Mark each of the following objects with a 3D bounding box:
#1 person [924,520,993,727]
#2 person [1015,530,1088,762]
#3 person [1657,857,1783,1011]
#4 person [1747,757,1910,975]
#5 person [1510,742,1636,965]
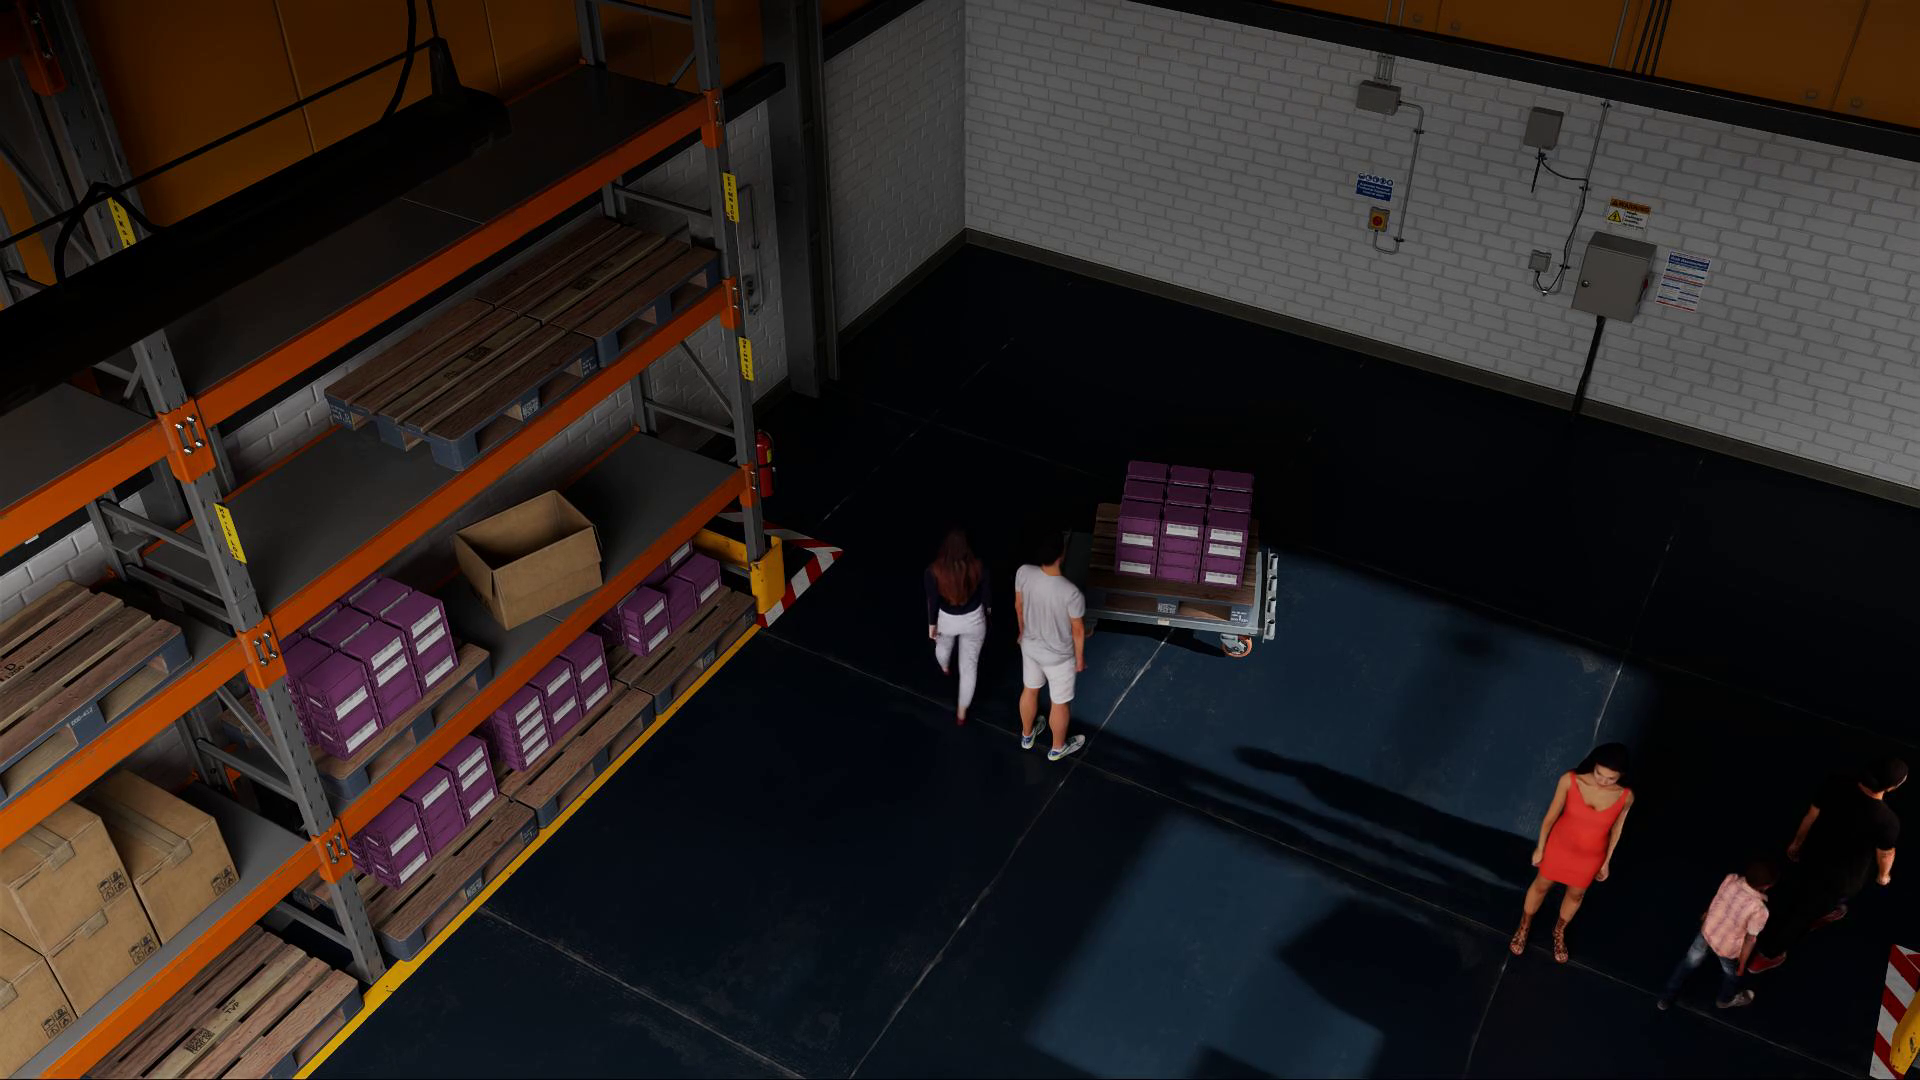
[{"bbox_3d":[0.005,0.600,11.245,0.898,1.577,1.056,0,39,0],"label":"person"},{"bbox_3d":[0.577,0.690,10.909,0.713,1.855,0.623,26,46,29],"label":"person"},{"bbox_3d":[4.267,2.272,9.388,0.901,1.282,0.827,-15,41,-18],"label":"person"},{"bbox_3d":[4.909,1.901,9.501,1.120,1.721,1.011,-15,41,-18],"label":"person"},{"bbox_3d":[3.570,1.783,9.648,0.635,1.722,0.601,11,40,13],"label":"person"}]
